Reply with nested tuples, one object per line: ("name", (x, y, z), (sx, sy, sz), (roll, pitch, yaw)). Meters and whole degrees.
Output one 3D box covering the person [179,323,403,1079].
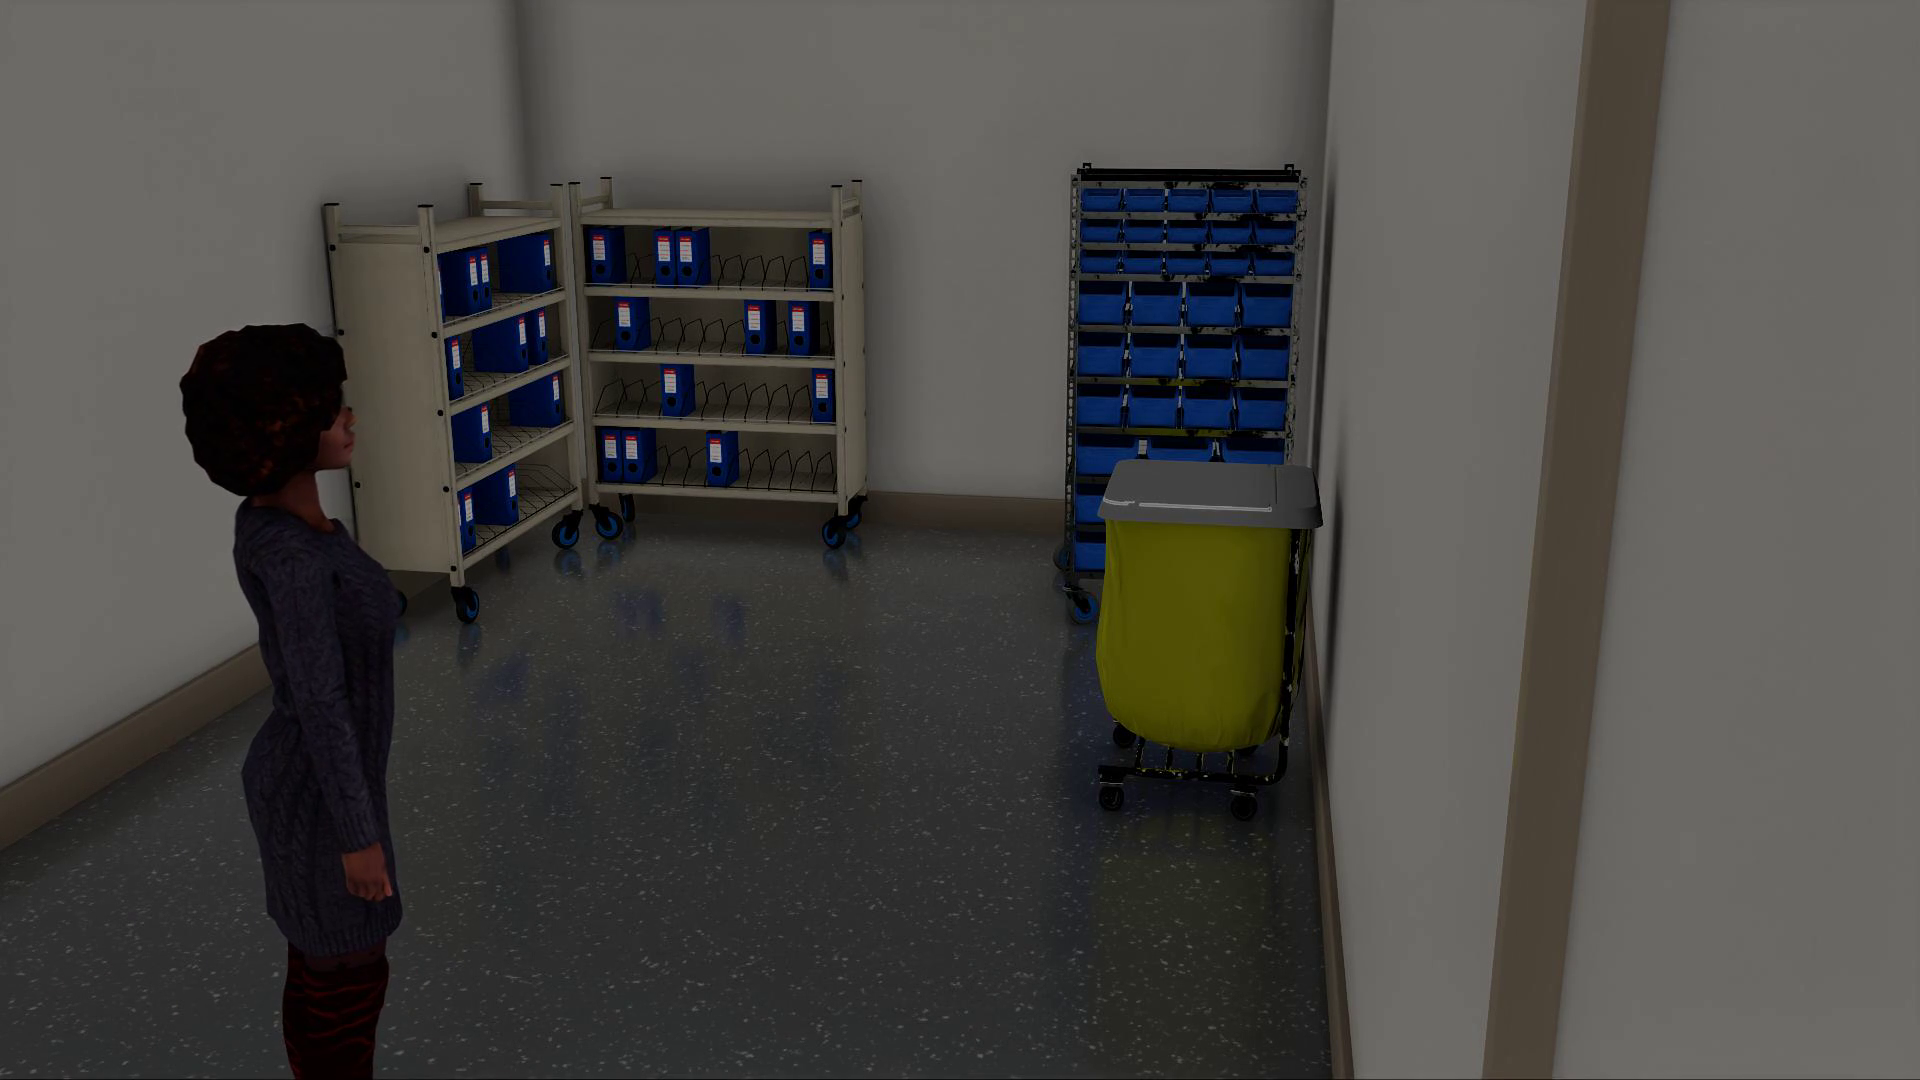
("person", (-1.124, 0.474, 2.931), (0.697, 1.711, 0.667), (-8, 17, -25))
